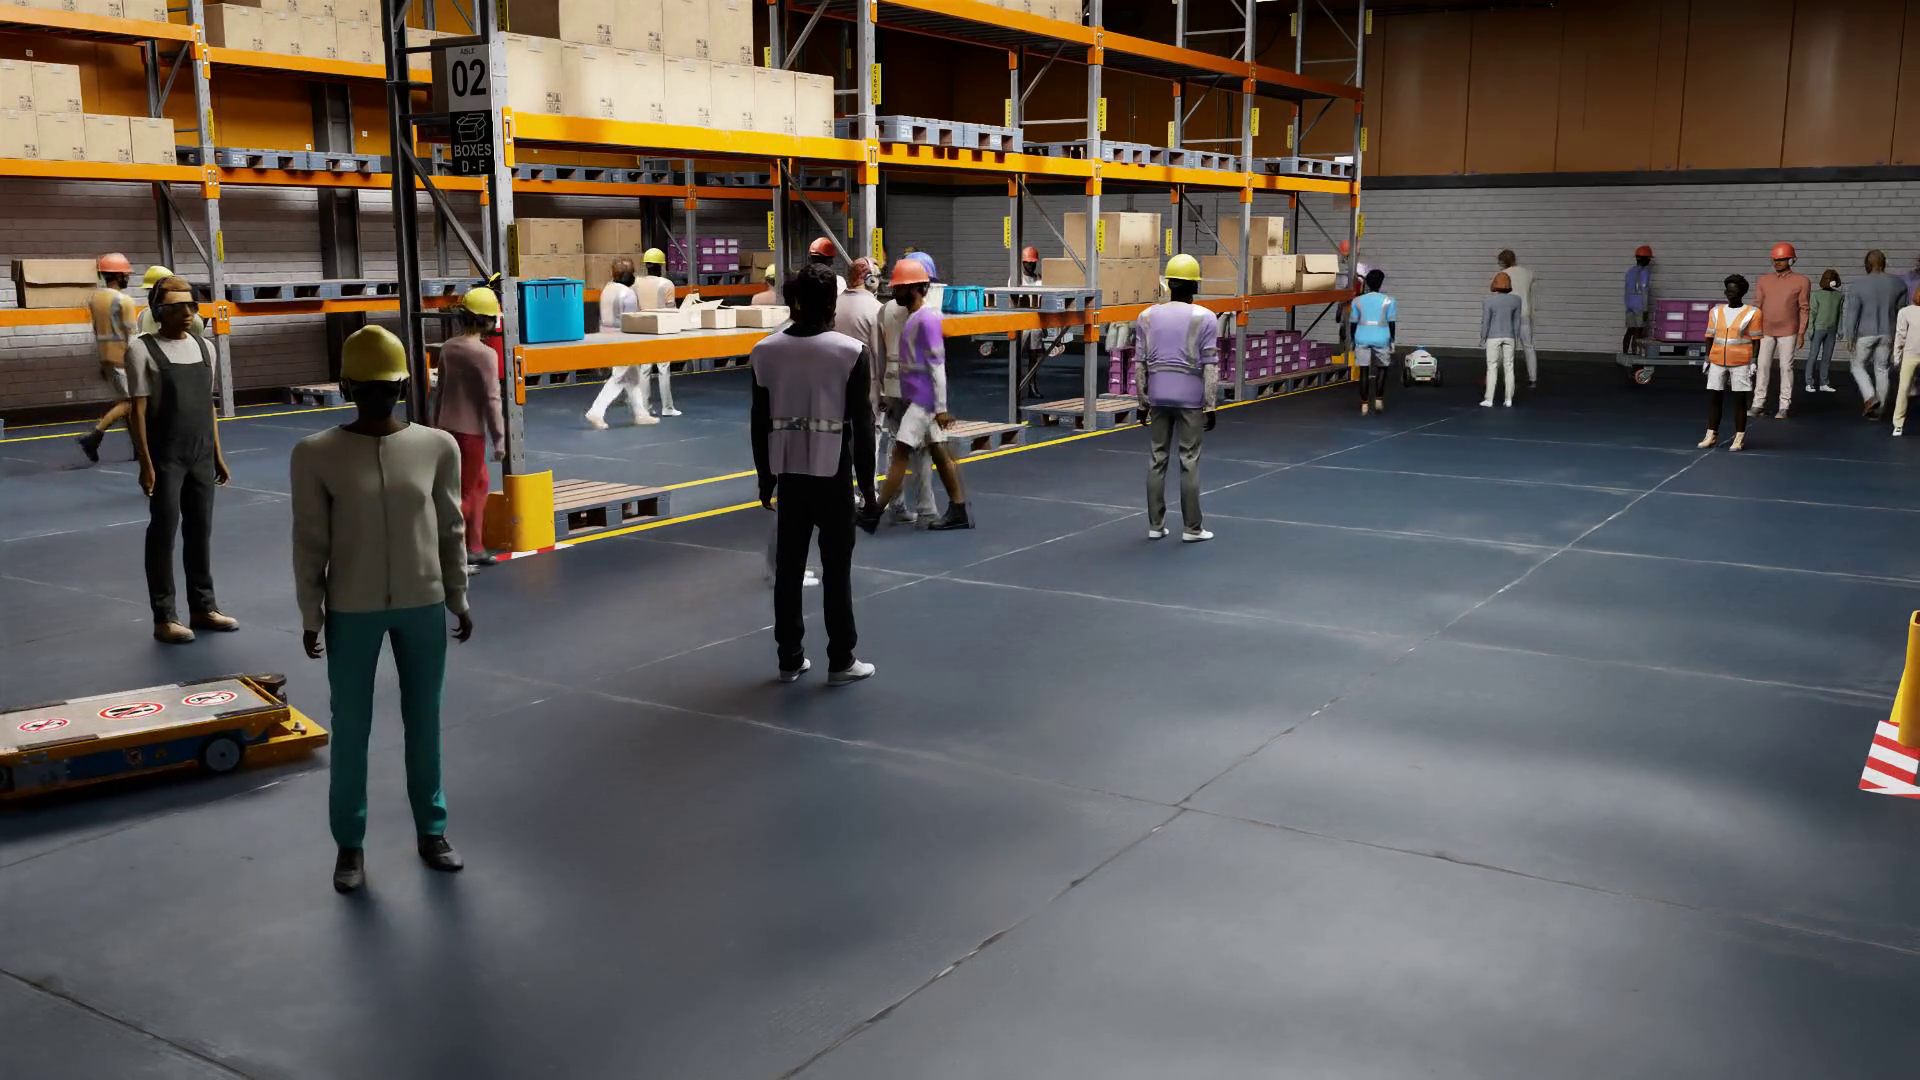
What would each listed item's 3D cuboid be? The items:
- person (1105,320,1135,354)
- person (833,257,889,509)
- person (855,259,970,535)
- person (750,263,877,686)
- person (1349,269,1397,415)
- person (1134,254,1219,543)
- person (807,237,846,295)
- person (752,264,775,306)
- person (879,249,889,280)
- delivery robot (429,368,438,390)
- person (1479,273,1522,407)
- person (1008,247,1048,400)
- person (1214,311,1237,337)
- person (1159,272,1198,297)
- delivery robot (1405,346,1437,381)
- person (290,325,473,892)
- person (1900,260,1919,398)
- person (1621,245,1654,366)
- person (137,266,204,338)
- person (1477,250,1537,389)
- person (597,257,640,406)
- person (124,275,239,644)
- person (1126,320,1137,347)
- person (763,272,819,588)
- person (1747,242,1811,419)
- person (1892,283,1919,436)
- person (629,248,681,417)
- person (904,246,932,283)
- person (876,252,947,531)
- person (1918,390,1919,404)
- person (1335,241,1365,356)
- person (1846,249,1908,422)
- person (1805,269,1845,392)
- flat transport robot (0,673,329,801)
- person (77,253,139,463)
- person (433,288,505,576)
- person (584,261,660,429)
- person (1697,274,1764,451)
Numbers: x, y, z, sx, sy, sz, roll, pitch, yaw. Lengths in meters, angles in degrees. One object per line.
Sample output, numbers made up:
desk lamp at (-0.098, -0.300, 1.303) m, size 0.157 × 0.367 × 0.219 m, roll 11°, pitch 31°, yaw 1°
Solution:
person at (2.296, -3.032, 23.577) m, size 0.440 × 1.617 × 0.532 m, roll -9°, pitch 14°, yaw -40°
person at (-0.720, -1.168, 12.513) m, size 0.403 × 1.900 × 0.643 m, roll -10°, pitch 14°, yaw -43°
person at (-0.370, -0.971, 11.432) m, size 0.989 × 1.880 × 0.557 m, roll -2°, pitch 11°, yaw -13°
person at (-0.664, -0.289, 7.571) m, size 0.596 × 1.916 × 0.373 m, roll 4°, pitch 11°, yaw 20°
person at (4.822, -2.310, 19.406) m, size 0.557 × 1.674 × 0.593 m, roll 4°, pitch 11°, yaw 22°
person at (1.458, -0.944, 11.171) m, size 0.589 × 1.928 × 0.385 m, roll 6°, pitch 12°, yaw 31°
person at (-1.369, -1.987, 16.629) m, size 0.605 × 2.045 × 0.379 m, roll 4°, pitch 11°, yaw 21°
person at (-2.105, -2.269, 19.006) m, size 0.530 × 1.755 × 0.363 m, roll -1°, pitch 10°, yaw -5°
person at (-0.935, -2.452, 19.508) m, size 0.673 × 1.931 × 0.691 m, roll -6°, pitch 12°, yaw -28°
delivery robot at (-6.359, -2.070, 20.960) m, size 0.707 × 0.478 × 0.477 m, roll 4°, pitch 11°, yaw 22°
person at (6.566, -2.423, 20.246) m, size 0.509 × 1.629 × 0.430 m, roll -1°, pitch 10°, yaw -6°
person at (0.878, -2.749, 21.149) m, size 0.547 × 1.937 × 0.379 m, roll -4°, pitch 11°, yaw -22°
person at (4.014, -3.386, 24.838) m, size 0.587 × 1.881 × 0.344 m, roll -1°, pitch 10°, yaw -5°
person at (3.004, -3.054, 23.137) m, size 0.627 × 1.836 × 0.428 m, roll 0°, pitch 10°, yaw 1°
delivery robot at (6.390, -2.450, 23.062) m, size 0.477 × 0.478 × 0.707 m, roll 1°, pitch 10°, yaw 7°
person at (-1.795, 0.213, 5.218) m, size 0.533 × 1.765 × 0.329 m, roll -6°, pitch 12°, yaw -31°
person at (12.389, -2.758, 21.442) m, size 0.700 × 1.843 × 0.888 m, roll 3°, pitch 11°, yaw 14°
person at (10.839, -3.721, 26.545) m, size 0.378 × 1.932 × 0.551 m, roll -2°, pitch 10°, yaw -9°
person at (-6.246, -1.250, 13.177) m, size 0.591 × 1.823 × 0.405 m, roll 3°, pitch 11°, yaw 15°
person at (7.599, -3.033, 22.872) m, size 0.679 × 1.879 × 0.823 m, roll -2°, pitch 11°, yaw -13°
person at (-4.194, -2.533, 20.310) m, size 0.658 × 1.803 × 0.931 m, roll 8°, pitch 13°, yaw 36°
person at (-3.954, -0.412, 8.457) m, size 0.345 × 1.845 × 0.505 m, roll 5°, pitch 11°, yaw 25°
person at (2.497, -3.076, 23.905) m, size 0.527 × 1.602 × 0.799 m, roll 2°, pitch 10°, yaw 11°
person at (-0.975, -0.633, 9.710) m, size 0.385 × 1.849 × 0.525 m, roll -3°, pitch 11°, yaw -16°
person at (9.288, -2.370, 18.886) m, size 0.395 × 1.993 × 0.614 m, roll -9°, pitch 14°, yaw -42°
person at (9.887, -1.863, 17.116) m, size 0.495 × 1.626 × 0.284 m, roll 4°, pitch 11°, yaw 23°
person at (-3.500, -2.375, 19.100) m, size 0.585 × 1.928 × 0.378 m, roll 3°, pitch 11°, yaw 18°
person at (-0.668, -3.172, 23.494) m, size 0.629 × 1.940 × 0.373 m, roll 8°, pitch 13°, yaw 38°
person at (-0.318, -1.037, 11.663) m, size 0.603 × 1.937 × 0.402 m, roll 10°, pitch 14°, yaw 43°
person at (12.107, -2.578, 20.479) m, size 0.592 × 1.837 × 0.404 m, roll 7°, pitch 13°, yaw 35°
person at (5.767, -3.467, 24.941) m, size 0.912 × 2.001 × 0.639 m, roll 6°, pitch 12°, yaw 31°
person at (10.208, -2.267, 18.530) m, size 0.659 × 1.917 × 0.498 m, roll 1°, pitch 10°, yaw 7°
person at (11.552, -2.787, 22.205) m, size 0.502 × 1.633 × 0.277 m, roll -2°, pitch 10°, yaw -10°
flat transport robot at (-3.239, 0.757, 6.340) m, size 1.431 × 0.197 × 0.652 m, roll -8°, pitch 13°, yaw -37°
person at (-7.645, -1.629, 15.025) m, size 0.554 × 1.913 × 0.814 m, roll 6°, pitch 12°, yaw 30°
person at (-2.937, -0.645, 10.031) m, size 0.541 × 1.730 × 0.623 m, roll 9°, pitch 14°, yaw 42°
person at (-3.691, -2.108, 17.978) m, size 0.921 × 1.809 × 0.639 m, roll -8°, pitch 13°, yaw -37°
person at (7.417, -1.701, 16.008) m, size 0.316 × 1.695 × 0.542 m, roll -9°, pitch 14°, yaw -42°
